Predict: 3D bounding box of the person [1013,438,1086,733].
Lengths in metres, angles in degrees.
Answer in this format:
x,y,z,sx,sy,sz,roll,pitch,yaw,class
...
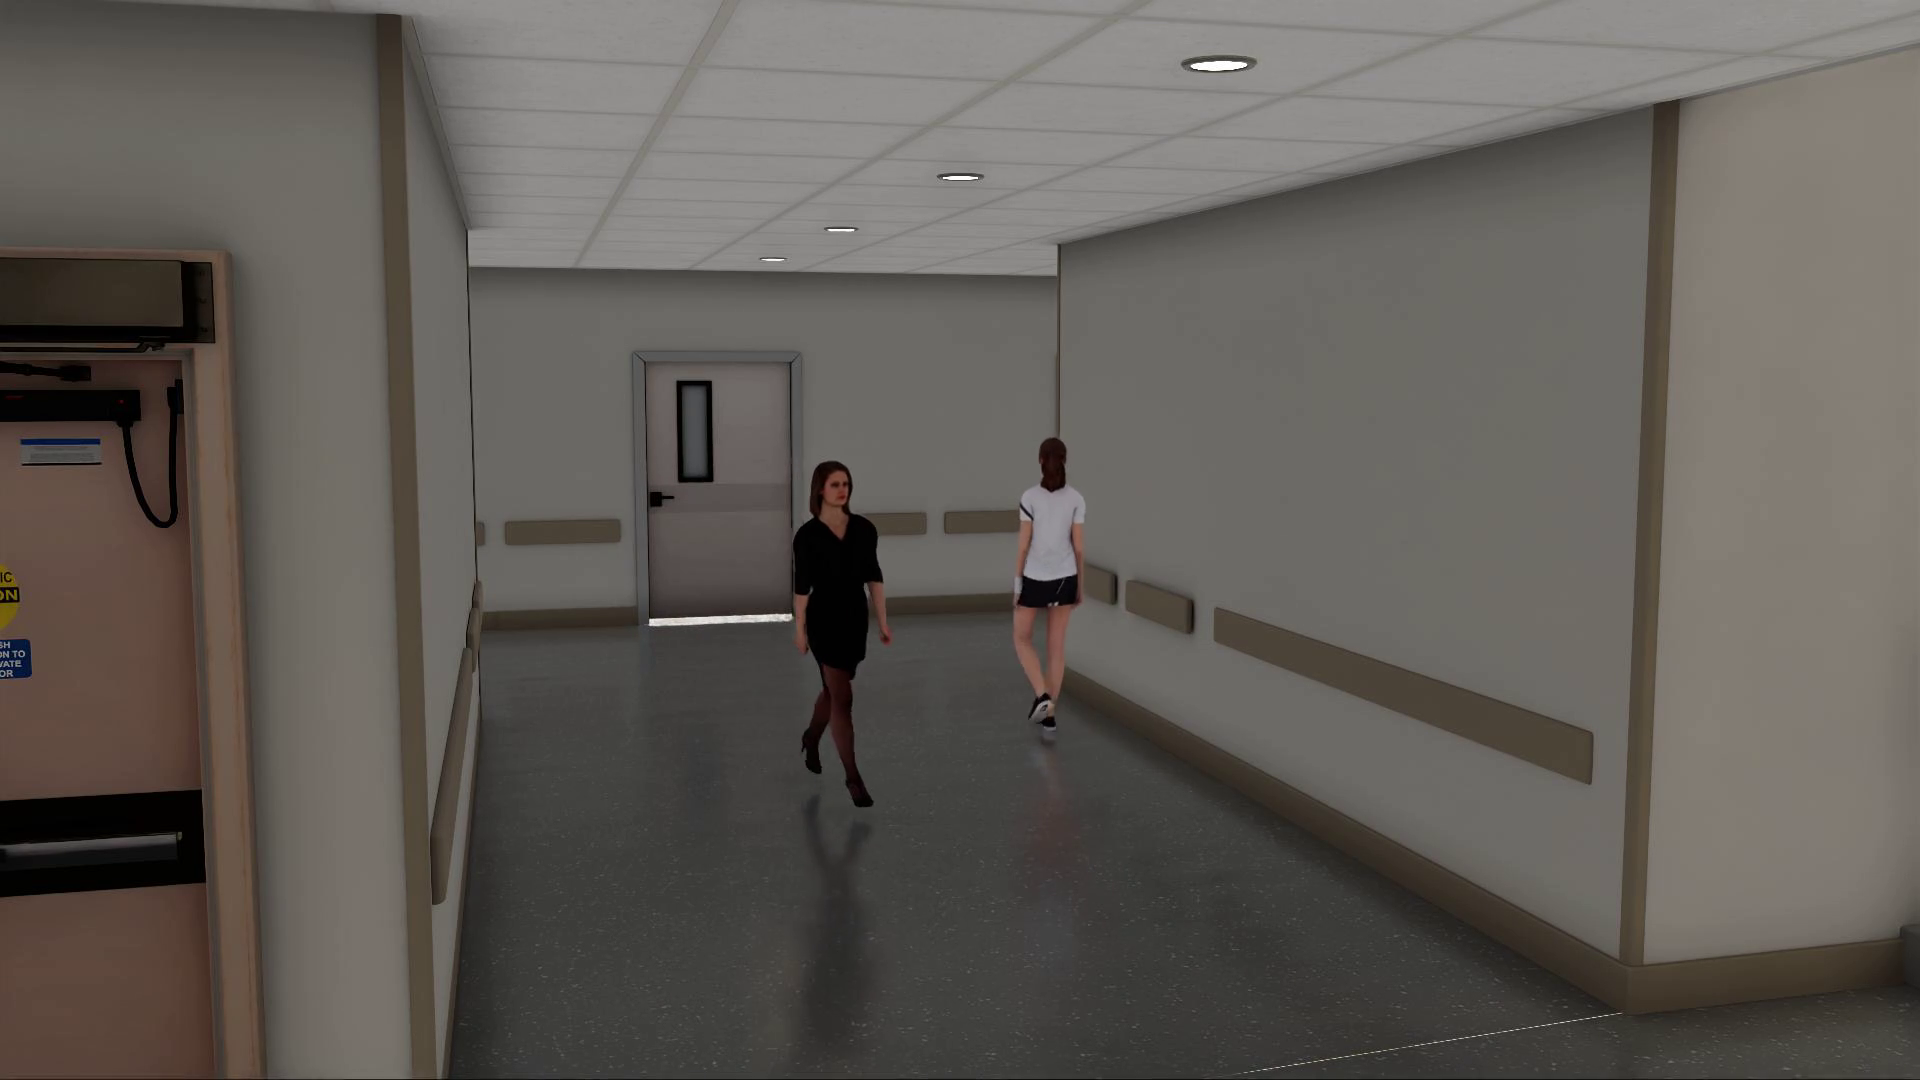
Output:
x,y,z,sx,sy,sz,roll,pitch,yaw,class
0.530,0.283,9.746,0.661,1.742,0.663,-1,6,-12,person

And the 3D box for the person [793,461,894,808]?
x,y,z,sx,sy,sz,roll,pitch,yaw,class
-0.652,0.465,8.331,1.091,1.663,0.869,-4,7,-31,person
